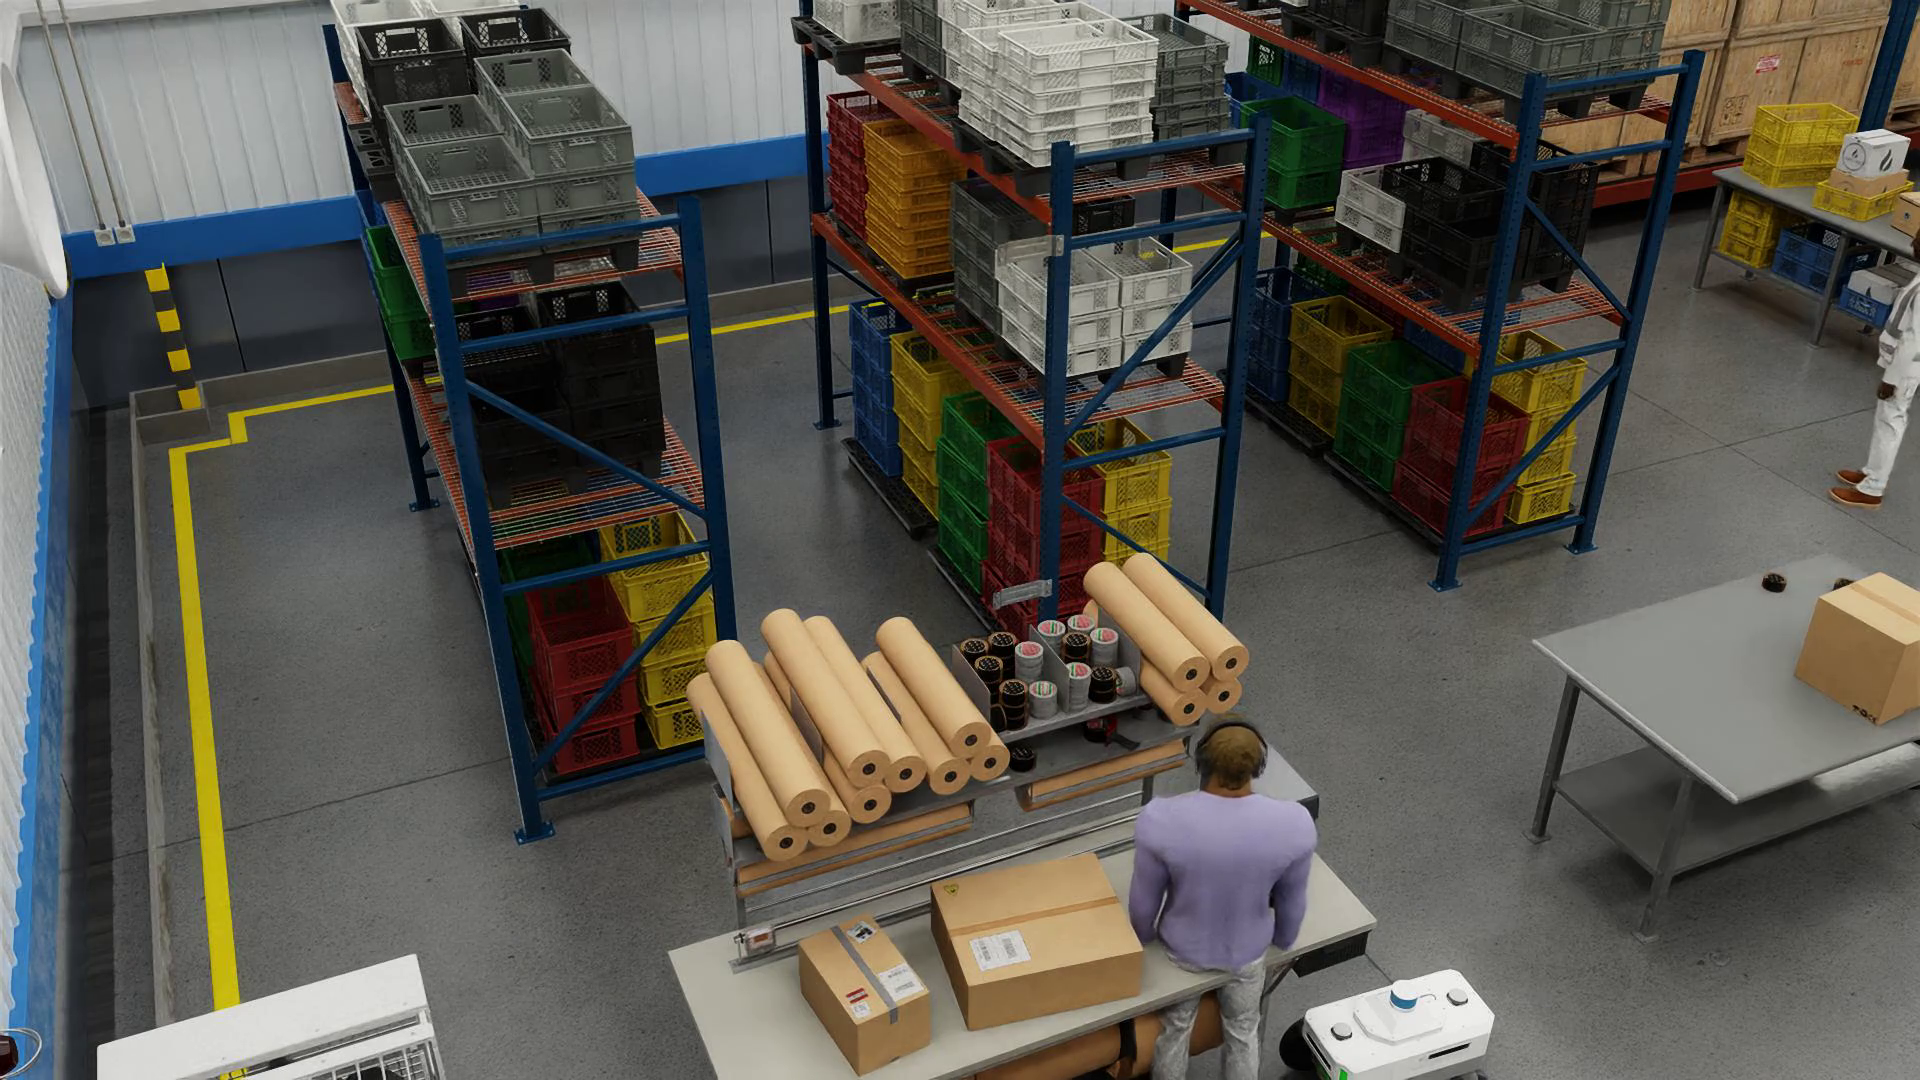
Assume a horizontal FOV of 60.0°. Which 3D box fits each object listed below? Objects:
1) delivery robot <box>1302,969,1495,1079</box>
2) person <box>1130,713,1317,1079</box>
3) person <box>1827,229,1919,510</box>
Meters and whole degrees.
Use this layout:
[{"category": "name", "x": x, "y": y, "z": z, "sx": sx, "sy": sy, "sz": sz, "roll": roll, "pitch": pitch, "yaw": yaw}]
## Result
[{"category": "delivery robot", "x": 1.701, "y": 1.919, "z": 6.472, "sx": 0.707, "sy": 0.478, "sz": 0.477, "roll": -11, "pitch": 33, "yaw": -17}, {"category": "person", "x": 0.924, "y": 1.446, "z": 6.029, "sx": 0.631, "sy": 1.932, "sz": 0.372, "roll": 2, "pitch": 32, "yaw": 2}, {"category": "person", "x": 5.775, "y": -1.085, "z": 10.192, "sx": 0.356, "sy": 1.877, "sz": 0.567, "roll": 20, "pitch": 37, "yaw": 30}]
